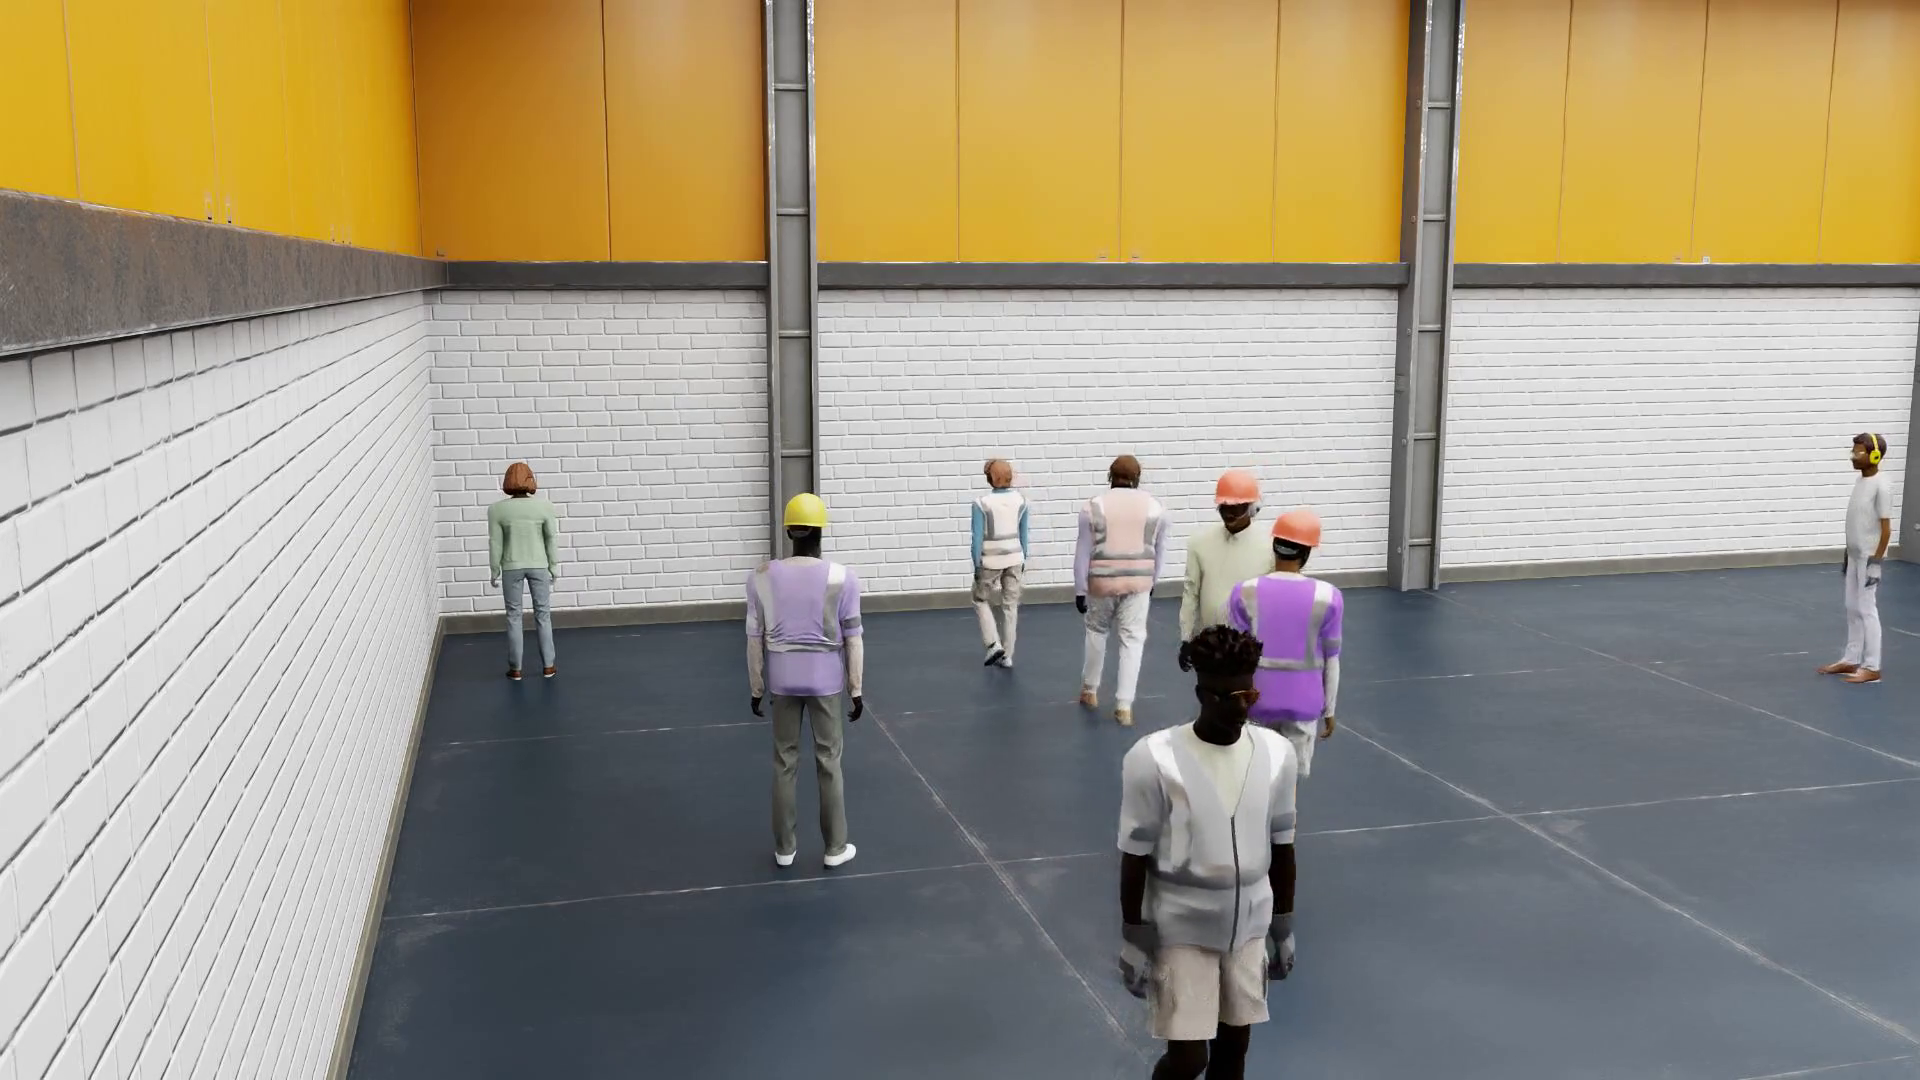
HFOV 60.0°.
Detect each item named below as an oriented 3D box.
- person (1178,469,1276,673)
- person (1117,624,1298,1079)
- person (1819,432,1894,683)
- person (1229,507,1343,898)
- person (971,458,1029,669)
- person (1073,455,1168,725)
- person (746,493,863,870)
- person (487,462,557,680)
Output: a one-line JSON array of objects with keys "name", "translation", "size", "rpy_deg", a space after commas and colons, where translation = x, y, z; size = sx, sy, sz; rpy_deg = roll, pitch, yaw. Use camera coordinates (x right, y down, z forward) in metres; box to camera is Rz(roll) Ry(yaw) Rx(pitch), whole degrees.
[{"name": "person", "translation": [1.575, 0.555, 9.413], "size": [0.610, 1.969, 0.913], "rpy_deg": [7, 11, 36]}, {"name": "person", "translation": [0.797, 1.219, 5.268], "size": [0.629, 1.955, 0.427], "rpy_deg": [-3, 10, -20]}, {"name": "person", "translation": [6.693, 0.132, 12.342], "size": [0.312, 1.866, 0.531], "rpy_deg": [1, 9, 5]}, {"name": "person", "translation": [1.571, 0.789, 8.095], "size": [0.546, 1.914, 0.418], "rpy_deg": [3, 10, 17]}, {"name": "person", "translation": [0.295, 0.186, 12.743], "size": [0.512, 1.629, 0.362], "rpy_deg": [-4, 10, -24]}, {"name": "person", "translation": [1.077, 0.312, 11.427], "size": [0.641, 1.796, 0.858], "rpy_deg": [-1, 9, -3]}, {"name": "person", "translation": [-0.783, 0.721, 8.486], "size": [0.594, 1.922, 0.385], "rpy_deg": [1, 9, 5]}, {"name": "person", "translation": [-3.260, 0.237, 12.435], "size": [0.498, 1.624, 0.284], "rpy_deg": [-3, 9, -17]}]
